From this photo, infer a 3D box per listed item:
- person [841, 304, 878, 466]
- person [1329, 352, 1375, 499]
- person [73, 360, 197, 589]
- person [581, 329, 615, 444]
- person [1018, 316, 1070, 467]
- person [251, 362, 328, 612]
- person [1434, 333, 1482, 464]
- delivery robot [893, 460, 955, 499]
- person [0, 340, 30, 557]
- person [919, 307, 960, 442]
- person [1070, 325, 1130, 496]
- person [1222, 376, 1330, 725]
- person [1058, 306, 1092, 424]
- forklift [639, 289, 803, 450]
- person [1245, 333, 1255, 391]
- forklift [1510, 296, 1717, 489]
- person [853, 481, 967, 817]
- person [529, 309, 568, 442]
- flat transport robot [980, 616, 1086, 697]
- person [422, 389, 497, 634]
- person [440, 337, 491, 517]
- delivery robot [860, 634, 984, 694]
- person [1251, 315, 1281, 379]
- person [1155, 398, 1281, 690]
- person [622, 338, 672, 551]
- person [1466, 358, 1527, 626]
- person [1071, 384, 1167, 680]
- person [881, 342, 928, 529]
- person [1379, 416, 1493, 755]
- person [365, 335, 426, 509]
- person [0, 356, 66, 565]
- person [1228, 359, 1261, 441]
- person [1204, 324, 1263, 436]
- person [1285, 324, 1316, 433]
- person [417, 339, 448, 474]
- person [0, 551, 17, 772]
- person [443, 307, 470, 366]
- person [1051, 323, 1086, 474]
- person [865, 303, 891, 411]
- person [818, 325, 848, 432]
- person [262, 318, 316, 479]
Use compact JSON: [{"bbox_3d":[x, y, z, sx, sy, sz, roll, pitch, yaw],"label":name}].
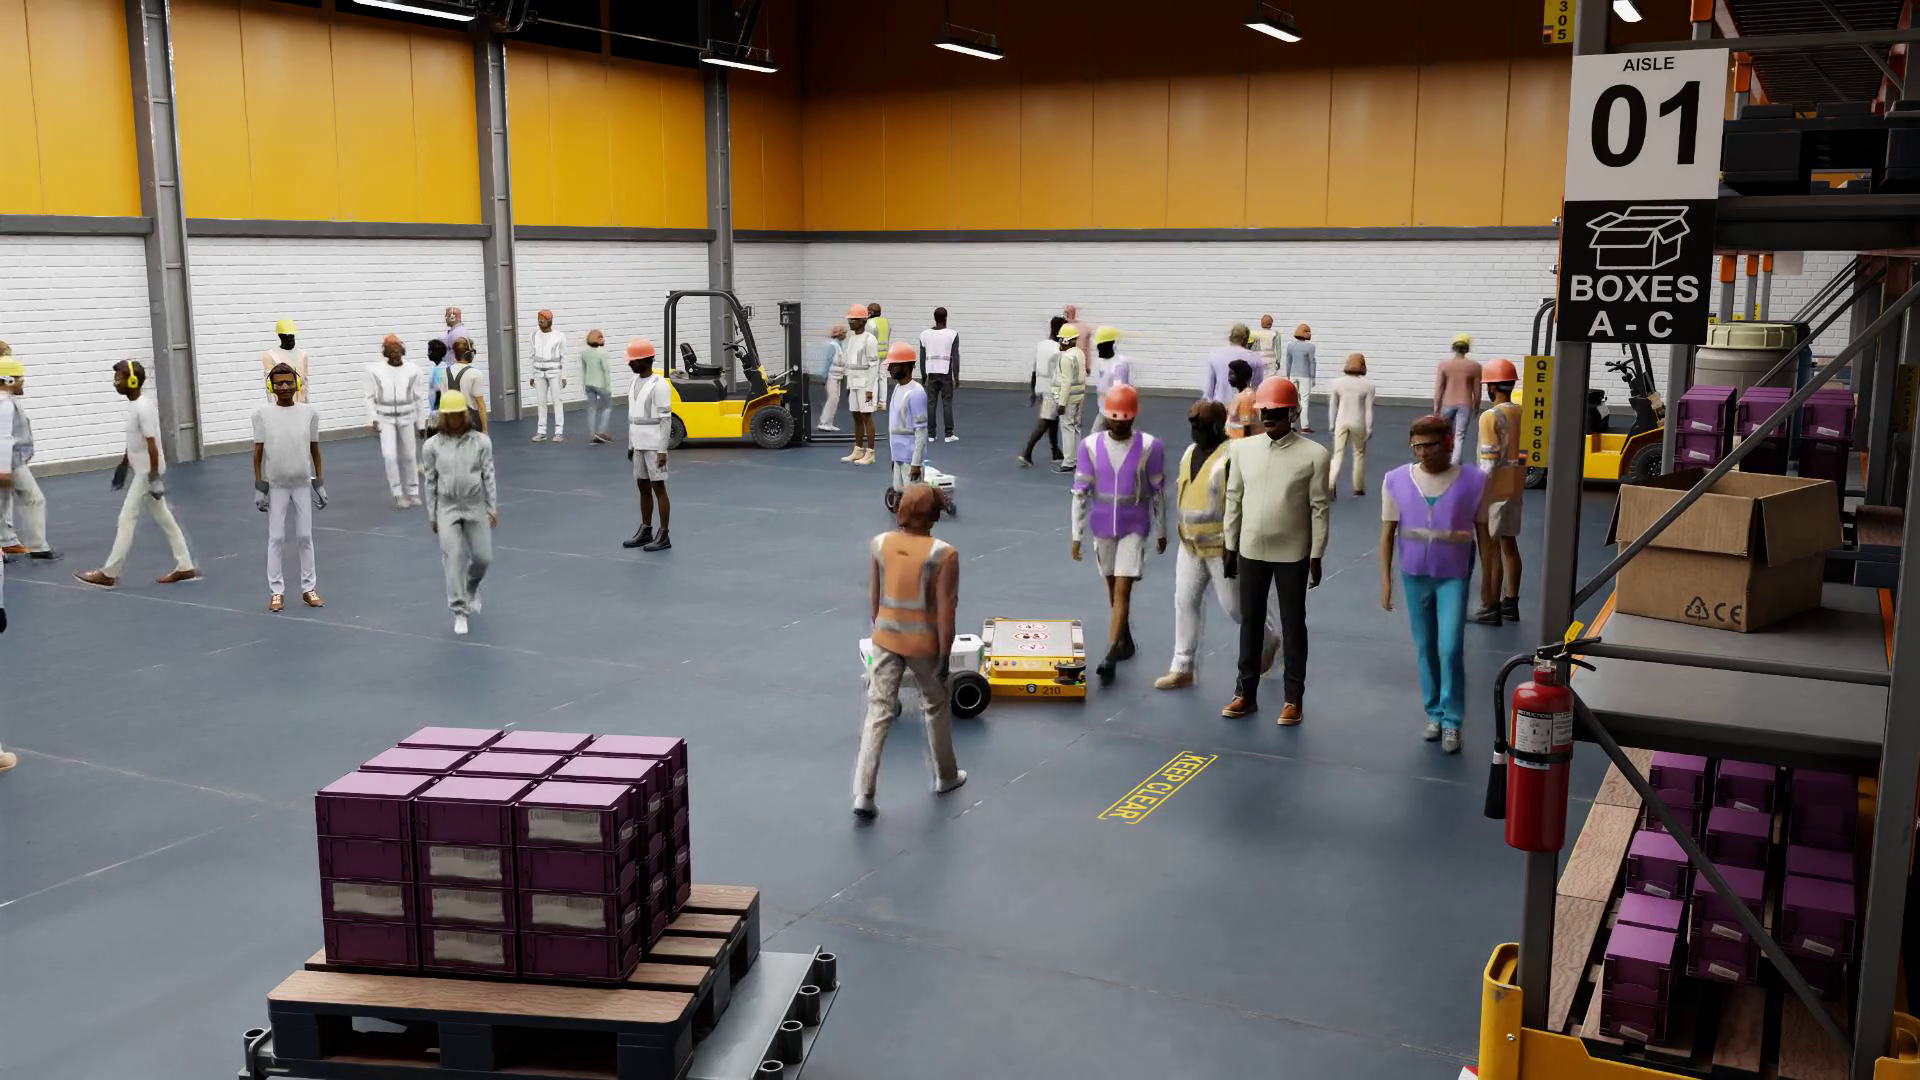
[{"bbox_3d":[-1.279,-1.964,21.088,0.379,2.045,0.605,-6,12,-33],"label":"person"},{"bbox_3d":[4.256,-1.238,18.147,0.511,1.612,0.736,5,11,28],"label":"person"},{"bbox_3d":[-6.665,-0.518,13.344,0.915,1.831,0.516,-4,11,-23],"label":"person"},{"bbox_3d":[-5.079,-2.154,23.392,0.513,1.620,0.396,5,11,28],"label":"person"},{"bbox_3d":[1.081,-1.879,21.021,0.937,1.914,0.612,-6,11,-29],"label":"person"},{"bbox_3d":[-5.052,-0.403,12.553,0.521,1.874,0.328,-6,11,-30],"label":"person"},{"bbox_3d":[5.969,-1.610,19.942,0.538,1.730,0.820,3,10,19],"label":"person"},{"bbox_3d":[-0.370,-0.582,17.125,0.477,0.478,0.707,-8,13,-38],"label":"delivery robot"},{"bbox_3d":[-8.528,-0.815,14.764,0.631,1.932,0.362,9,13,43],"label":"person"},{"bbox_3d":[-0.294,-2.354,23.715,0.590,1.919,0.395,3,10,18],"label":"person"},{"bbox_3d":[1.568,-1.388,18.198,0.843,1.893,0.592,-6,11,-30],"label":"person"},{"bbox_3d":[1.795,0.058,9.526,0.619,1.994,0.381,6,11,29],"label":"person"},{"bbox_3d":[1.673,-2.722,26.008,0.669,1.856,0.963,-6,11,-29],"label":"person"},{"bbox_3d":[-3.358,-2.392,23.136,2.313,2.155,1.214,-1,10,-5],"label":"forklift"},{"bbox_3d":[3.432,-1.678,20.316,0.659,1.746,0.527,-6,12,-31],"label":"person"},{"bbox_3d":[7.296,-1.677,18.993,2.313,2.155,1.214,5,11,27],"label":"forklift"},{"bbox_3d":[-0.259,0.522,8.008,0.538,1.602,0.847,5,11,27],"label":"person"},{"bbox_3d":[-5.877,-2.339,23.724,0.572,1.886,0.355,2,10,12],"label":"person"},{"bbox_3d":[0.464,0.727,10.638,0.652,0.197,1.431,1,10,3],"label":"flat transport robot"},{"bbox_3d":[-3.574,-0.221,11.893,0.493,1.731,0.517,-4,11,-24],"label":"person"},{"bbox_3d":[-5.000,-1.132,16.848,0.521,1.844,0.331,4,11,21],"label":"person"},{"bbox_3d":[-0.227,0.692,9.748,0.707,0.478,0.477,-2,10,-10],"label":"delivery robot"},{"bbox_3d":[5.201,-3.008,28.302,0.523,1.639,0.306,1,10,7],"label":"person"},{"bbox_3d":[1.630,0.020,10.296,0.850,1.815,0.624,-6,11,-31],"label":"person"},{"bbox_3d":[-2.837,-0.861,15.037,0.542,1.930,0.375,9,14,44],"label":"person"},{"bbox_3d":[3.885,-0.348,12.051,0.551,1.933,0.370,-8,12,-38],"label":"person"},{"bbox_3d":[1.011,-0.067,10.626,0.564,1.868,1.005,3,10,17],"label":"person"},{"bbox_3d":[-0.478,-0.719,14.195,0.375,1.935,0.550,-4,11,-22],"label":"person"},{"bbox_3d":[2.560,0.236,9.014,0.591,1.810,0.693,5,11,27],"label":"person"},{"bbox_3d":[-5.916,-1.235,17.472,0.593,1.835,0.744,-4,11,-21],"label":"person"},{"bbox_3d":[-8.108,-0.675,14.317,0.607,1.804,0.738,10,14,44],"label":"person"},{"bbox_3d":[2.703,-0.886,15.925,0.480,1.675,0.555,1,10,3],"label":"person"},{"bbox_3d":[3.104,-1.465,18.623,0.636,1.893,0.963,7,12,34],"label":"person"},{"bbox_3d":[5.099,-2.413,24.878,0.286,1.631,0.502,-10,14,-44],"label":"person"},{"bbox_3d":[-6.253,-1.604,20.142,0.862,1.654,0.543,-3,10,-19],"label":"person"},{"bbox_3d":[-5.181,0.327,8.464,0.633,1.850,0.462,-1,10,-5],"label":"person"},{"bbox_3d":[-7.355,-2.451,24.310,0.402,1.906,0.652,-2,10,-10],"label":"person"},{"bbox_3d":[1.316,-1.721,20.294,0.404,1.832,0.600,4,10,20],"label":"person"},{"bbox_3d":[-1.454,-3.120,28.372,0.429,1.844,0.627,7,12,35],"label":"person"},{"bbox_3d":[-1.893,-2.438,25.080,0.403,1.605,0.543,2,10,12],"label":"person"},{"bbox_3d":[-7.829,-1.620,19.440,0.364,1.927,0.587,5,11,29],"label":"person"}]
